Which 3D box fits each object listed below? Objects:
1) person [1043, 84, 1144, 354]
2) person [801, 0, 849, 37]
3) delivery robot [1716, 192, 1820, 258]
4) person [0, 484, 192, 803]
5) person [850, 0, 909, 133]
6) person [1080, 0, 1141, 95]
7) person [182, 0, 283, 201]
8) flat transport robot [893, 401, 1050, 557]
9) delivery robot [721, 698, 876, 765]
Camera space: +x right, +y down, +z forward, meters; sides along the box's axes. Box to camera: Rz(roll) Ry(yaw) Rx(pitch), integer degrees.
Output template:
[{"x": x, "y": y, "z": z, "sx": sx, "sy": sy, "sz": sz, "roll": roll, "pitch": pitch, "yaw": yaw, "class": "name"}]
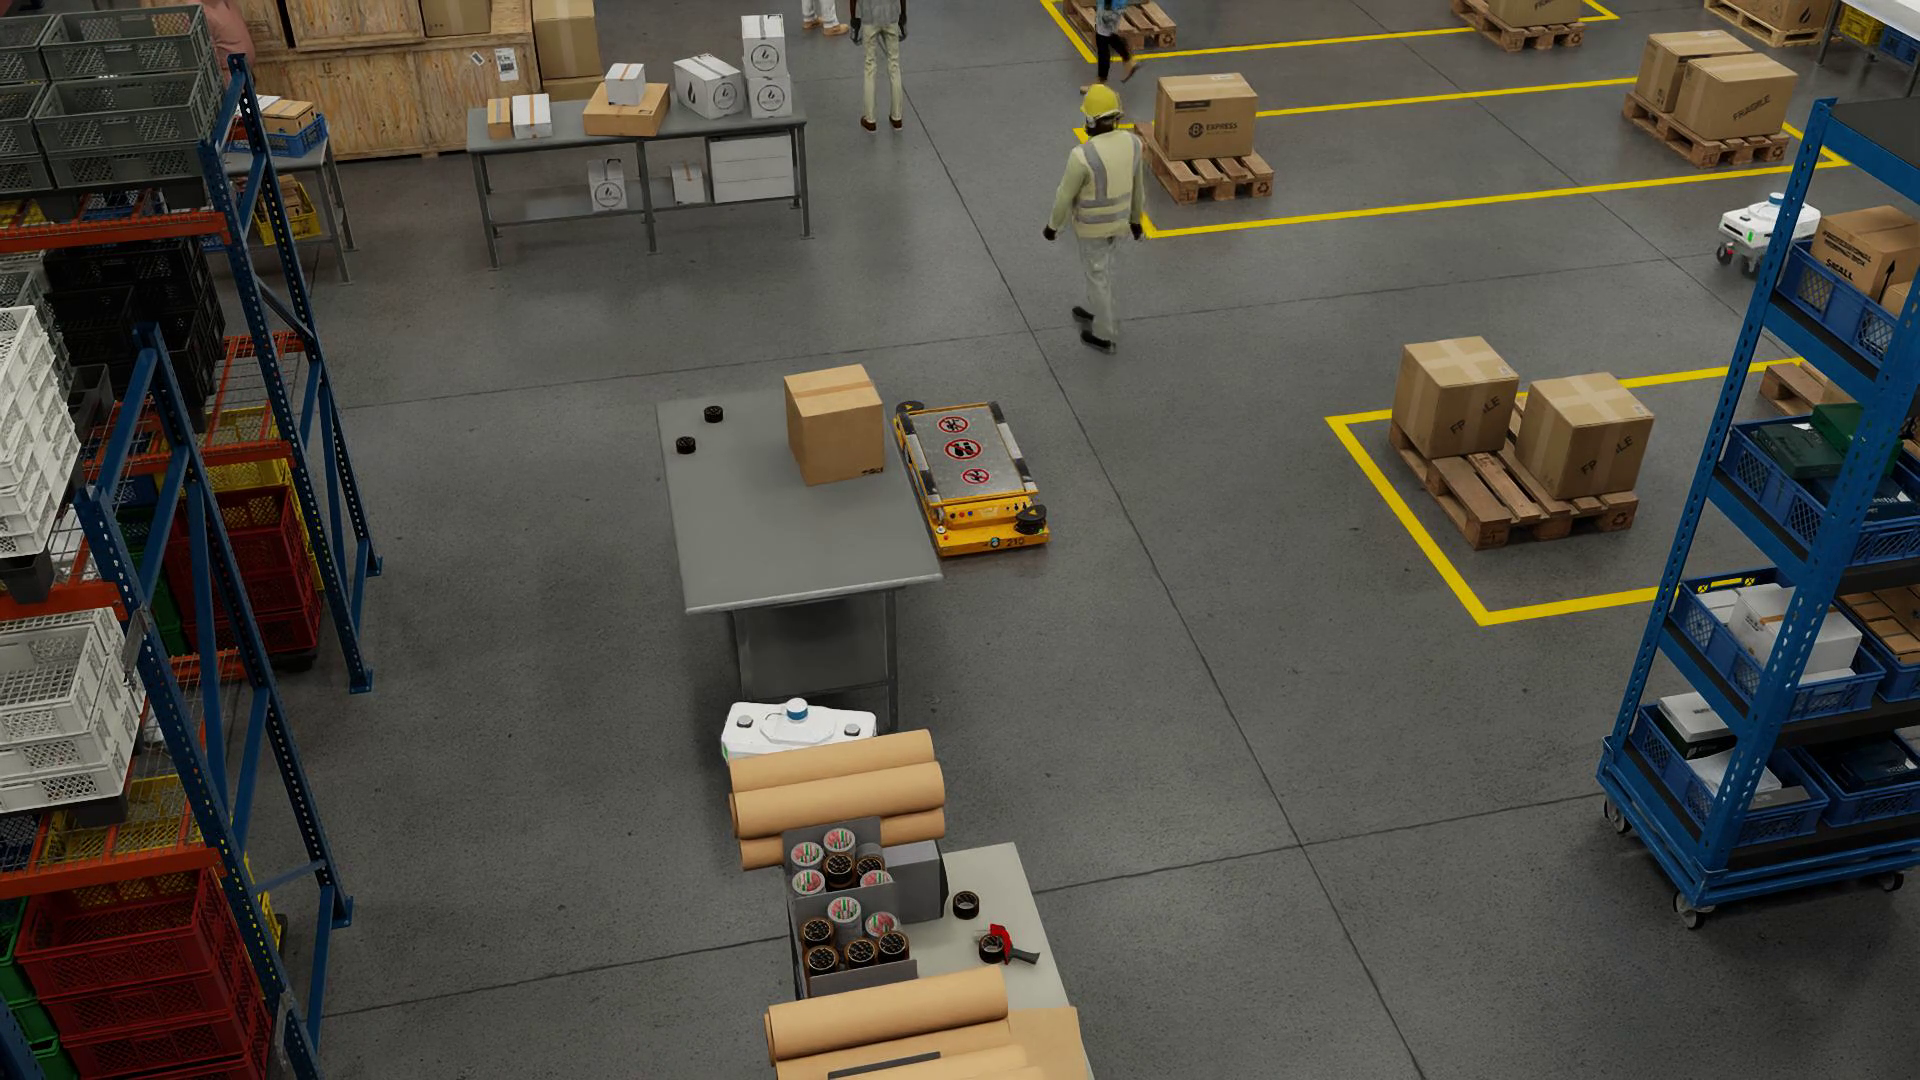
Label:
[{"x": 0.877, "y": -2.171, "z": 11.168, "sx": 0.604, "sy": 1.801, "sz": 0.699, "roll": -29, "pitch": 45, "yaw": -33, "class": "person"}, {"x": -1.361, "y": -5.814, "z": 16.040, "sx": 0.637, "sy": 1.840, "sz": 0.429, "roll": 29, "pitch": 45, "yaw": 33, "class": "person"}, {"x": 6.010, "y": -2.342, "z": 12.366, "sx": 0.707, "sy": 0.478, "sz": 0.477, "roll": -14, "pitch": 39, "yaw": -18, "class": "delivery robot"}, {"x": -3.998, "y": 0.373, "z": 7.687, "sx": 0.358, "sy": 1.884, "sz": 0.574, "roll": 14, "pitch": 39, "yaw": 18, "class": "person"}, {"x": -0.685, "y": -4.396, "z": 14.123, "sx": 0.504, "sy": 1.861, "sz": 0.328, "roll": -5, "pitch": 37, "yaw": -7, "class": "person"}, {"x": 1.375, "y": -4.810, "z": 14.815, "sx": 0.476, "sy": 1.685, "sz": 0.554, "roll": 7, "pitch": 37, "yaw": 10, "class": "person"}, {"x": -5.691, "y": -3.621, "z": 13.043, "sx": 0.405, "sy": 1.902, "sz": 0.636, "roll": -1, "pitch": 37, "yaw": -2, "class": "person"}, {"x": 0.046, "y": -0.430, "z": 10.108, "sx": 0.652, "sy": 0.197, "sz": 1.431, "roll": -8, "pitch": 37, "yaw": -10, "class": "flat transport robot"}, {"x": -0.766, "y": 0.963, "z": 7.924, "sx": 0.707, "sy": 0.478, "sz": 0.477, "roll": 4, "pitch": 37, "yaw": 5, "class": "delivery robot"}]
